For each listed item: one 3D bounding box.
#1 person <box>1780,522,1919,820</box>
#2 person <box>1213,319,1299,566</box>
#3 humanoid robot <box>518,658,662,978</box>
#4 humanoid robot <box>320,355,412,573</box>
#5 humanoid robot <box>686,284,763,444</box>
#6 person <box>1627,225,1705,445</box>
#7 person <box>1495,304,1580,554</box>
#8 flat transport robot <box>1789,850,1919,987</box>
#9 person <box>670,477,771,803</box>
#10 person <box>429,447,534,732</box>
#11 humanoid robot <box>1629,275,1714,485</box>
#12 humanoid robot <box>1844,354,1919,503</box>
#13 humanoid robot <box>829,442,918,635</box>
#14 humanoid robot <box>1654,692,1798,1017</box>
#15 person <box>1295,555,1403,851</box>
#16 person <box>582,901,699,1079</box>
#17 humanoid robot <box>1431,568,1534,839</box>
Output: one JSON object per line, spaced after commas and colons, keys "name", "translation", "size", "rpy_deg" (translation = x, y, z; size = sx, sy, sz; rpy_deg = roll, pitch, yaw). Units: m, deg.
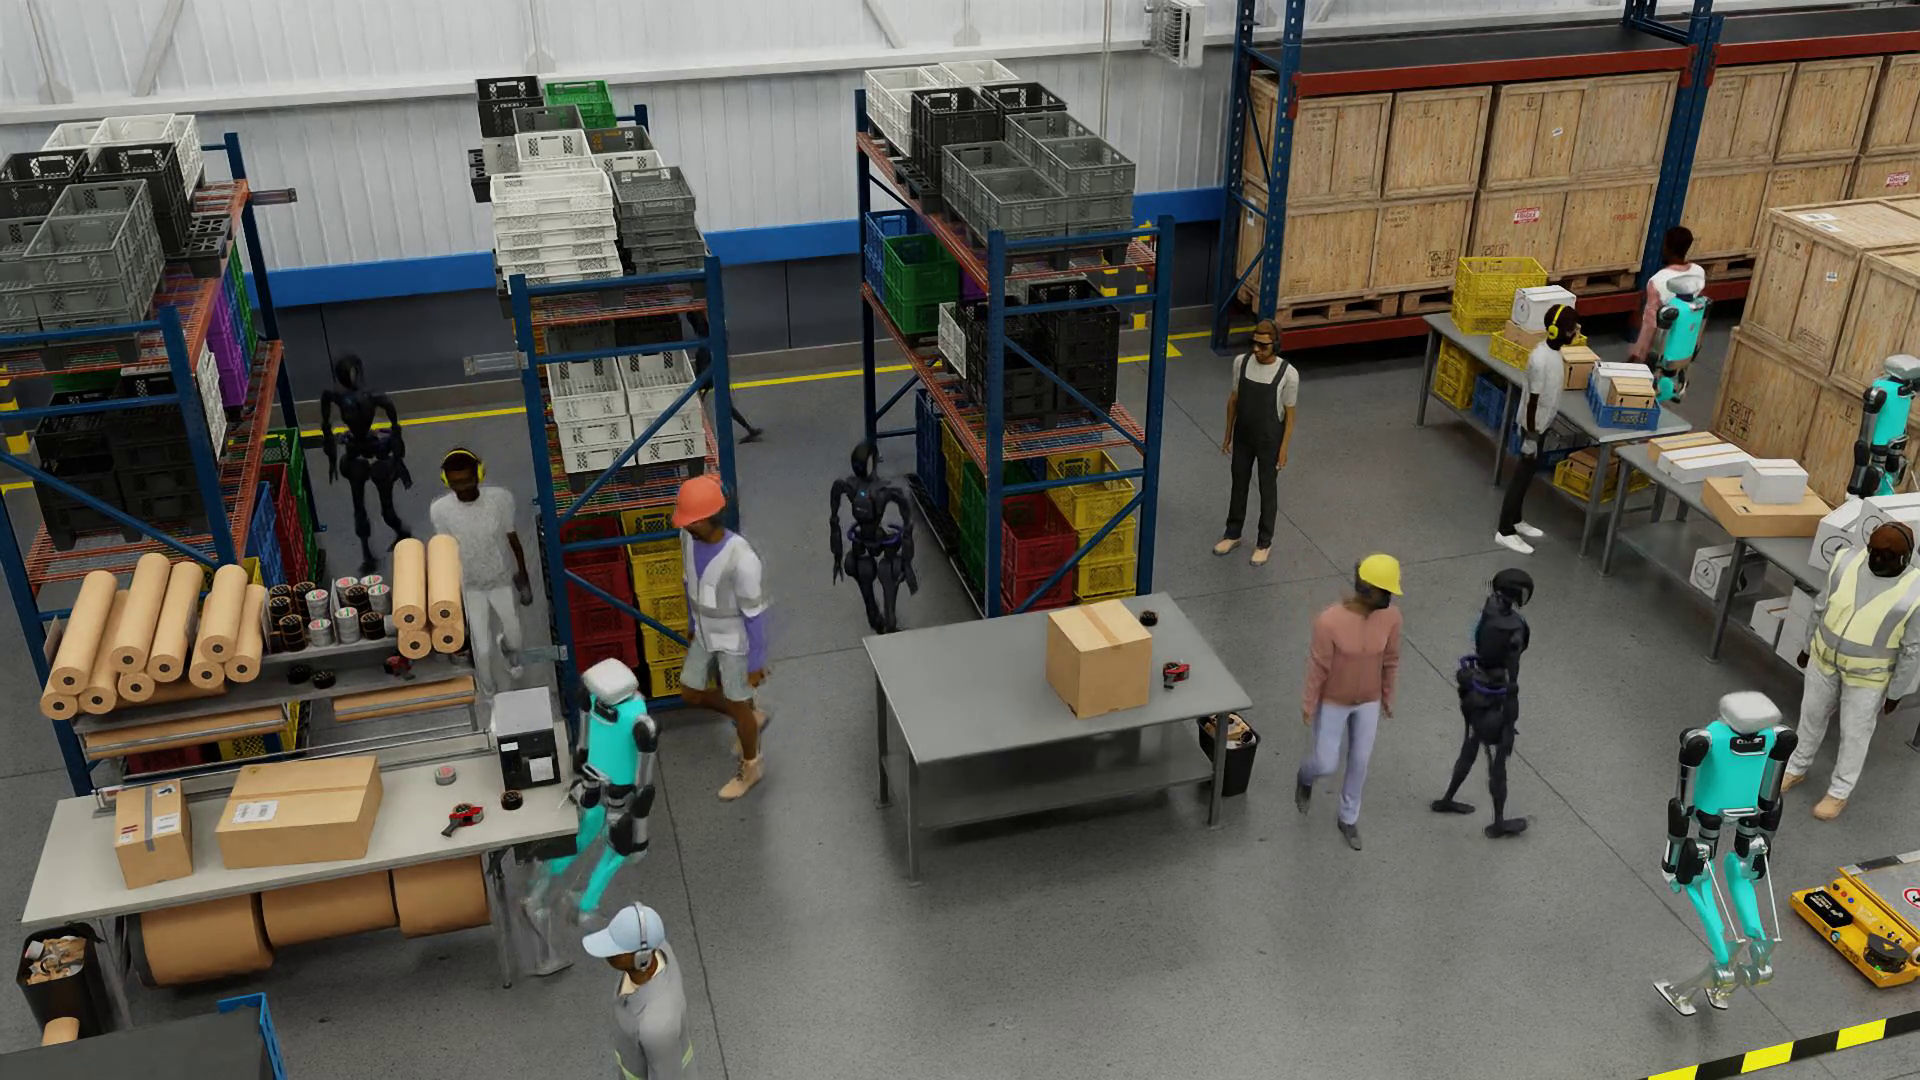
{"name": "person", "translation": [4.966, 0.711, 9.250], "size": [0.429, 1.834, 0.631], "rpy_deg": [-17, 33, -28]}
{"name": "person", "translation": [2.102, -0.699, 11.795], "size": [0.508, 1.845, 0.343], "rpy_deg": [18, 34, 29]}
{"name": "humanoid robot", "translation": [-1.861, 1.458, 8.009], "size": [0.911, 1.782, 0.586], "rpy_deg": [-25, 38, -38]}
{"name": "humanoid robot", "translation": [-4.204, -0.557, 11.755], "size": [0.614, 1.645, 0.645], "rpy_deg": [2, 29, 3]}
{"name": "humanoid robot", "translation": [-2.026, -1.474, 13.441], "size": [0.723, 1.626, 0.591], "rpy_deg": [-1, 29, -2]}
{"name": "person", "translation": [5.621, -1.577, 13.324], "size": [0.596, 1.915, 0.385], "rpy_deg": [-18, 34, -30]}
{"name": "person", "translation": [4.171, -0.817, 11.988], "size": [0.309, 1.868, 0.530], "rpy_deg": [15, 32, 26]}
{"name": "flat transport robot", "translation": [5.163, 1.916, 8.676], "size": [1.431, 0.231, 0.659], "rpy_deg": [-8, 30, -14]}
{"name": "person", "translation": [-1.322, 0.549, 9.343], "size": [0.692, 2.023, 0.496], "rpy_deg": [24, 37, 37]}
{"name": "person", "translation": [-2.864, 0.251, 10.058], "size": [0.531, 1.848, 0.611], "rpy_deg": [-9, 30, -16]}
{"name": "humanoid robot", "translation": [5.303, -1.233, 12.876], "size": [0.530, 1.809, 0.646], "rpy_deg": [-16, 33, -27]}
{"name": "humanoid robot", "translation": [6.344, -0.351, 11.238], "size": [0.530, 1.761, 0.686], "rpy_deg": [-18, 33, -29]}
{"name": "humanoid robot", "translation": [-0.540, 0.113, 10.507], "size": [0.588, 1.632, 0.545], "rpy_deg": [8, 30, 14]}
{"name": "humanoid robot", "translation": [3.584, 1.555, 7.673], "size": [0.533, 1.673, 0.735], "rpy_deg": [-2, 29, -4]}
{"name": "person", "translation": [2.124, 0.878, 9.039], "size": [0.554, 1.729, 0.454], "rpy_deg": [-6, 29, -11]}
{"name": "person", "translation": [-1.220, 2.166, 6.577], "size": [0.370, 1.852, 0.588], "rpy_deg": [-9, 30, -15]}
{"name": "humanoid robot", "translation": [2.941, 0.858, 9.147], "size": [0.439, 1.655, 0.589], "rpy_deg": [-2, 29, -3]}
